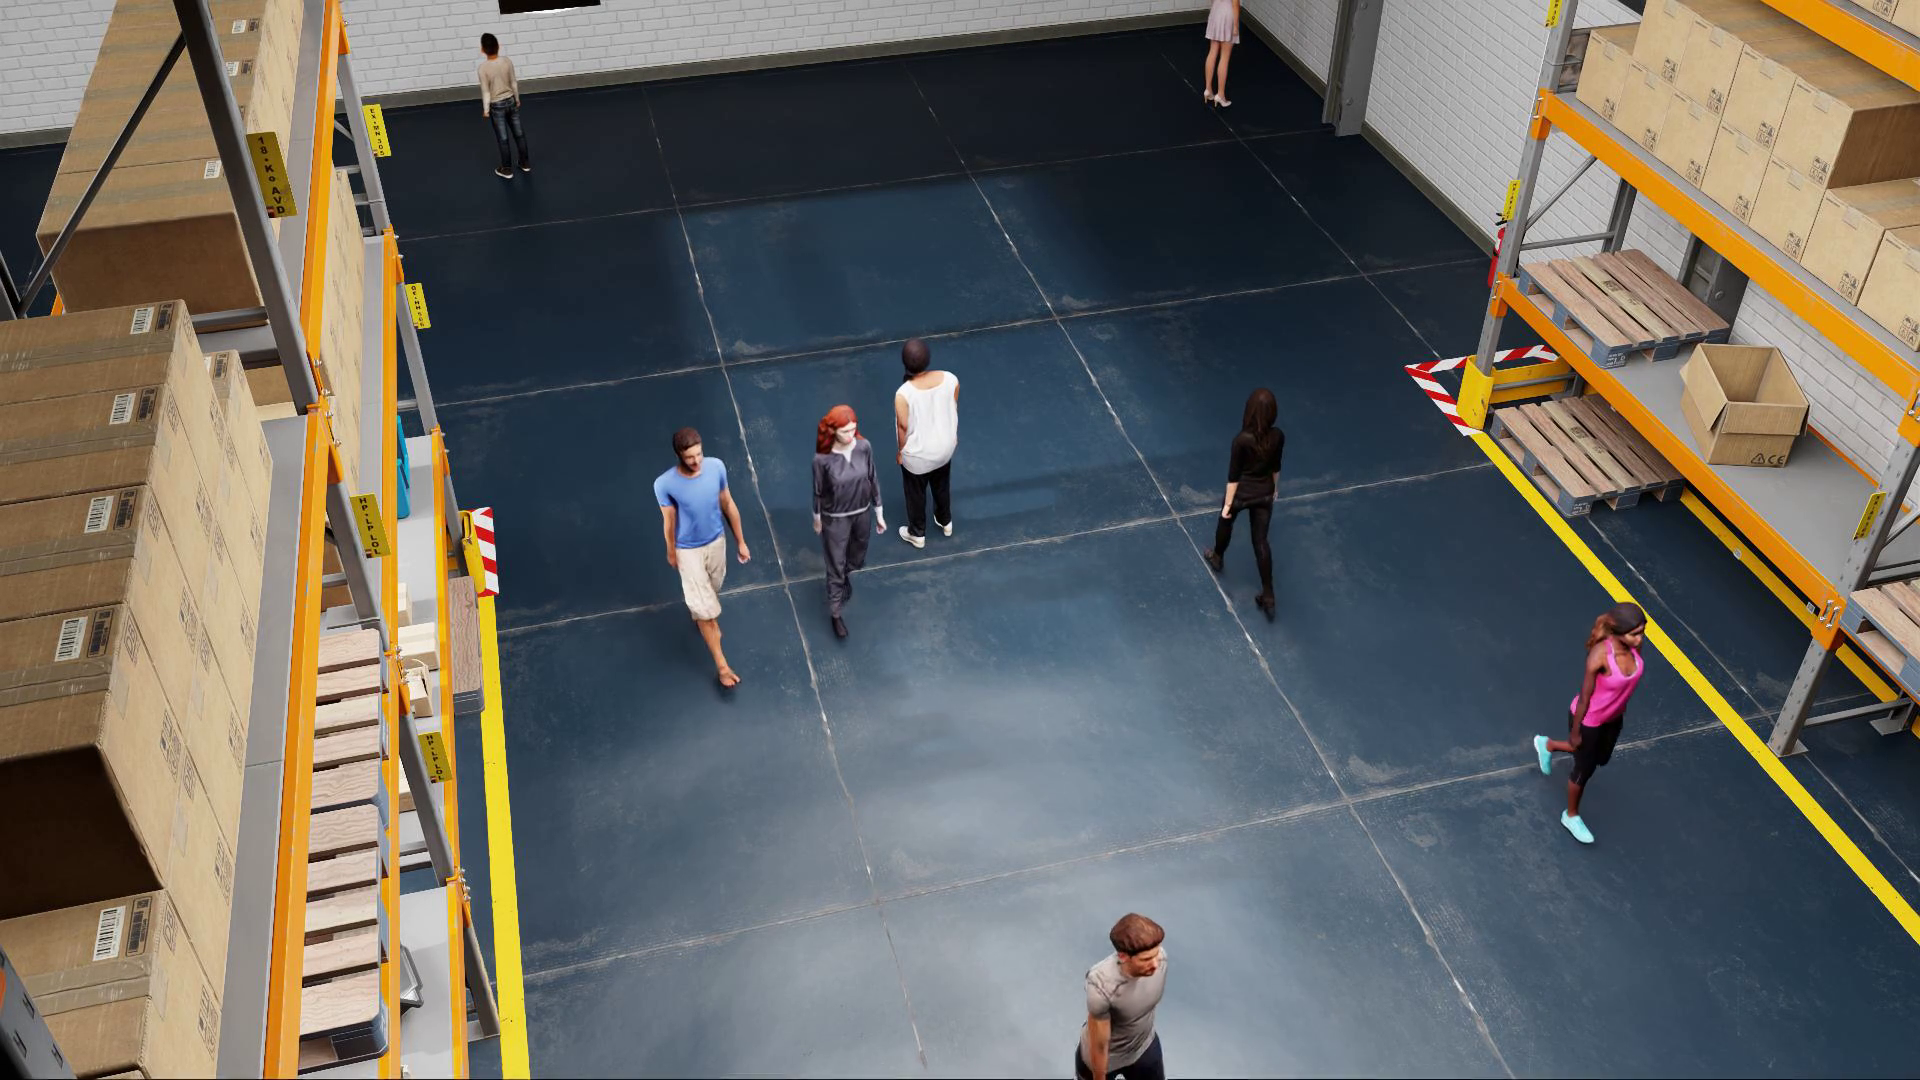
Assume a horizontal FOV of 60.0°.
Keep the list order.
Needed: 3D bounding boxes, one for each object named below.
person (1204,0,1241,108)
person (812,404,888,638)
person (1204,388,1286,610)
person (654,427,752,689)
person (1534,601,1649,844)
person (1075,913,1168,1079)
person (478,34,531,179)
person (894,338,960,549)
[{"bbox_3d":[2.834,-5.549,17.912,0.706,1.770,0.618,-24,44,-27],"label":"person"},{"bbox_3d":[-0.789,-0.199,11.217,0.693,1.765,0.854,-14,41,-17],"label":"person"},{"bbox_3d":[2.040,-0.242,11.404,0.609,1.599,1.051,-10,40,-13],"label":"person"},{"bbox_3d":[-1.754,-0.024,10.945,0.911,1.831,1.206,-25,45,-27],"label":"person"},{"bbox_3d":[3.685,0.990,9.774,0.636,1.709,0.935,-15,41,-18],"label":"person"},{"bbox_3d":[0.684,2.357,7.931,0.816,1.872,0.932,-21,43,-24],"label":"person"},{"bbox_3d":[-4.581,-4.355,16.662,0.631,1.465,0.640,-29,47,-31],"label":"person"},{"bbox_3d":[-0.259,-0.703,11.912,0.714,1.685,0.695,-19,43,-23],"label":"person"}]
